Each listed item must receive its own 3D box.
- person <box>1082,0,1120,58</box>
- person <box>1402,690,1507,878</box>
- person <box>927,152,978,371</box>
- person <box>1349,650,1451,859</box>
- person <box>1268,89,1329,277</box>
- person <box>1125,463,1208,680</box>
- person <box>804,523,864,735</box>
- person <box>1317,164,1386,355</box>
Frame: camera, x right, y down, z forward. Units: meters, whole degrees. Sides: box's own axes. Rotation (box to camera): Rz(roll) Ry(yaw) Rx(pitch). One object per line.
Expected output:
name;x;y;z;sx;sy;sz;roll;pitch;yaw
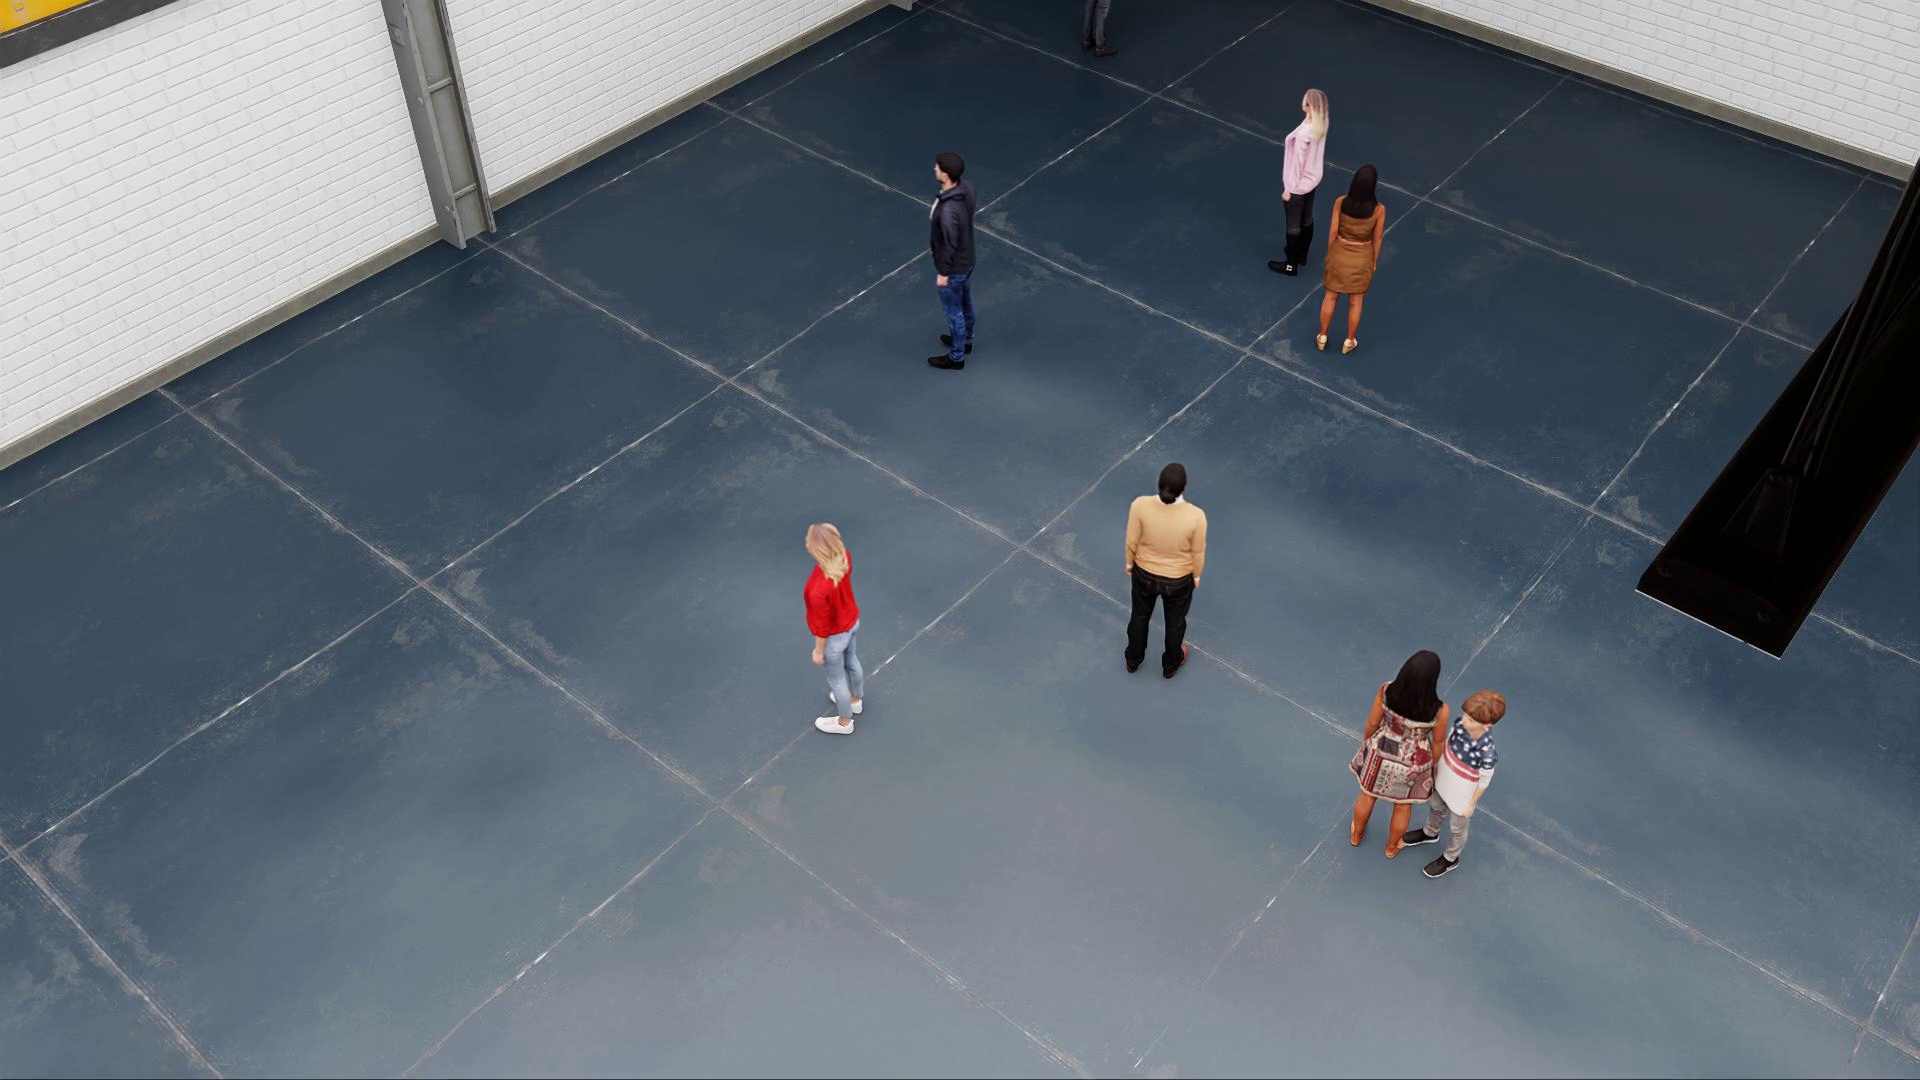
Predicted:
person;1.418;-5.763;16.758;0.627;1.782;0.702;-24;49;-23
person;2.858;1.369;9.520;0.612;1.439;0.591;-16;46;-16
person;-0.033;-2.163;12.898;0.806;1.894;0.645;13;45;14
person;2.509;1.223;9.524;0.699;1.645;0.615;18;47;18
person;2.875;-2.998;13.924;0.655;1.687;0.468;29;51;27
person;1.283;0.199;10.519;0.745;1.755;0.736;11;45;11
person;-0.762;0.550;10.188;0.733;1.704;0.563;15;46;15
person;3.071;-2.197;13.081;0.624;1.690;0.620;13;45;13
